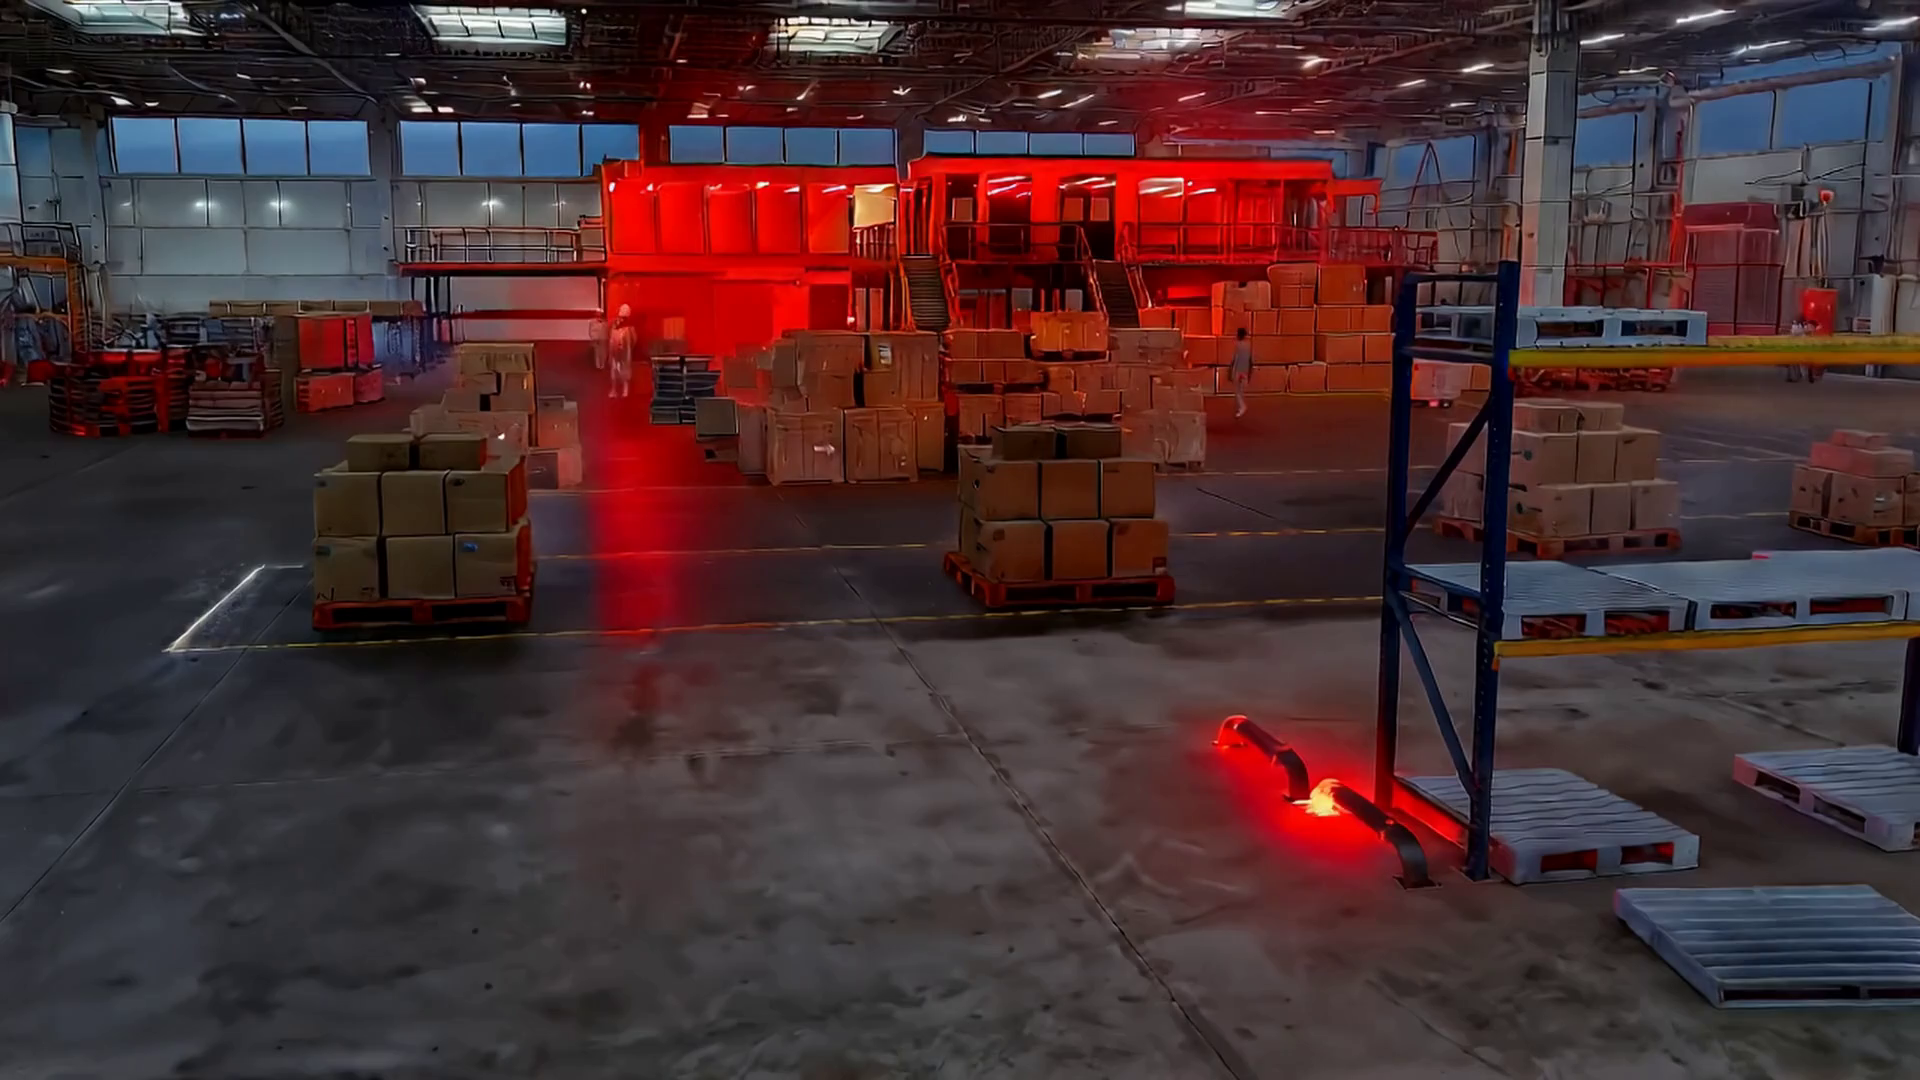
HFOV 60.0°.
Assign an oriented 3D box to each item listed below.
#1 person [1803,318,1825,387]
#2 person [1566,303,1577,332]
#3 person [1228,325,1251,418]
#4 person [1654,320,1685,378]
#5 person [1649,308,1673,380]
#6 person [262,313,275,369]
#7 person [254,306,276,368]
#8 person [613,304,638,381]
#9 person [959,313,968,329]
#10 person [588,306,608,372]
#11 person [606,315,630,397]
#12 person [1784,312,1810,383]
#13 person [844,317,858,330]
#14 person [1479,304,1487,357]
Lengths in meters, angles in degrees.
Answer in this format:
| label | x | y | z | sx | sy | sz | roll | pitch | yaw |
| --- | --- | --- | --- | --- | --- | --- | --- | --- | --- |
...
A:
| label | x | y | z | sx | sy | sz | roll | pitch | yaw |
| --- | --- | --- | --- | --- | --- | --- | --- | --- | --- |
| person | 21.387 | -4.685 | 41.685 | 0.541 | 1.720 | 0.894 | 4 | 10 | 23 |
| person | 17.979 | -6.049 | 49.332 | 0.602 | 1.948 | 0.387 | 1 | 9 | 6 |
| person | 5.581 | -3.346 | 33.150 | 0.517 | 1.851 | 0.376 | -5 | 10 | -26 |
| person | 19.290 | -5.286 | 45.076 | 0.768 | 1.820 | 0.632 | 5 | 11 | 29 |
| person | 18.620 | -5.203 | 44.234 | 0.595 | 1.925 | 0.375 | 2 | 9 | 9 |
| person | -19.070 | -5.398 | 45.945 | 0.348 | 1.756 | 0.518 | -8 | 12 | -39 |
| person | -20.199 | -5.853 | 48.369 | 0.591 | 1.872 | 0.576 | -2 | 9 | -11 |
| person | -8.843 | -5.247 | 44.160 | 0.539 | 2.000 | 0.689 | -9 | 13 | -42 |
| person | 0.050 | -4.657 | 41.034 | 1.021 | 1.883 | 0.651 | -5 | 11 | -28 |
| person | -10.367 | -5.772 | 47.769 | 0.588 | 1.912 | 0.417 | -4 | 10 | -25 |
| person | -7.888 | -4.216 | 38.266 | 0.583 | 1.906 | 0.798 | 4 | 10 | 22 |
| person | 21.869 | -5.018 | 43.338 | 0.537 | 1.859 | 0.984 | -4 | 10 | -21 |
| person | -2.106 | -3.305 | 32.312 | 0.615 | 2.043 | 0.373 | 0 | 9 | -2 |
| person | 14.330 | -5.471 | 45.661 | 0.375 | 1.995 | 0.611 | -1 | 9 | -3 |
